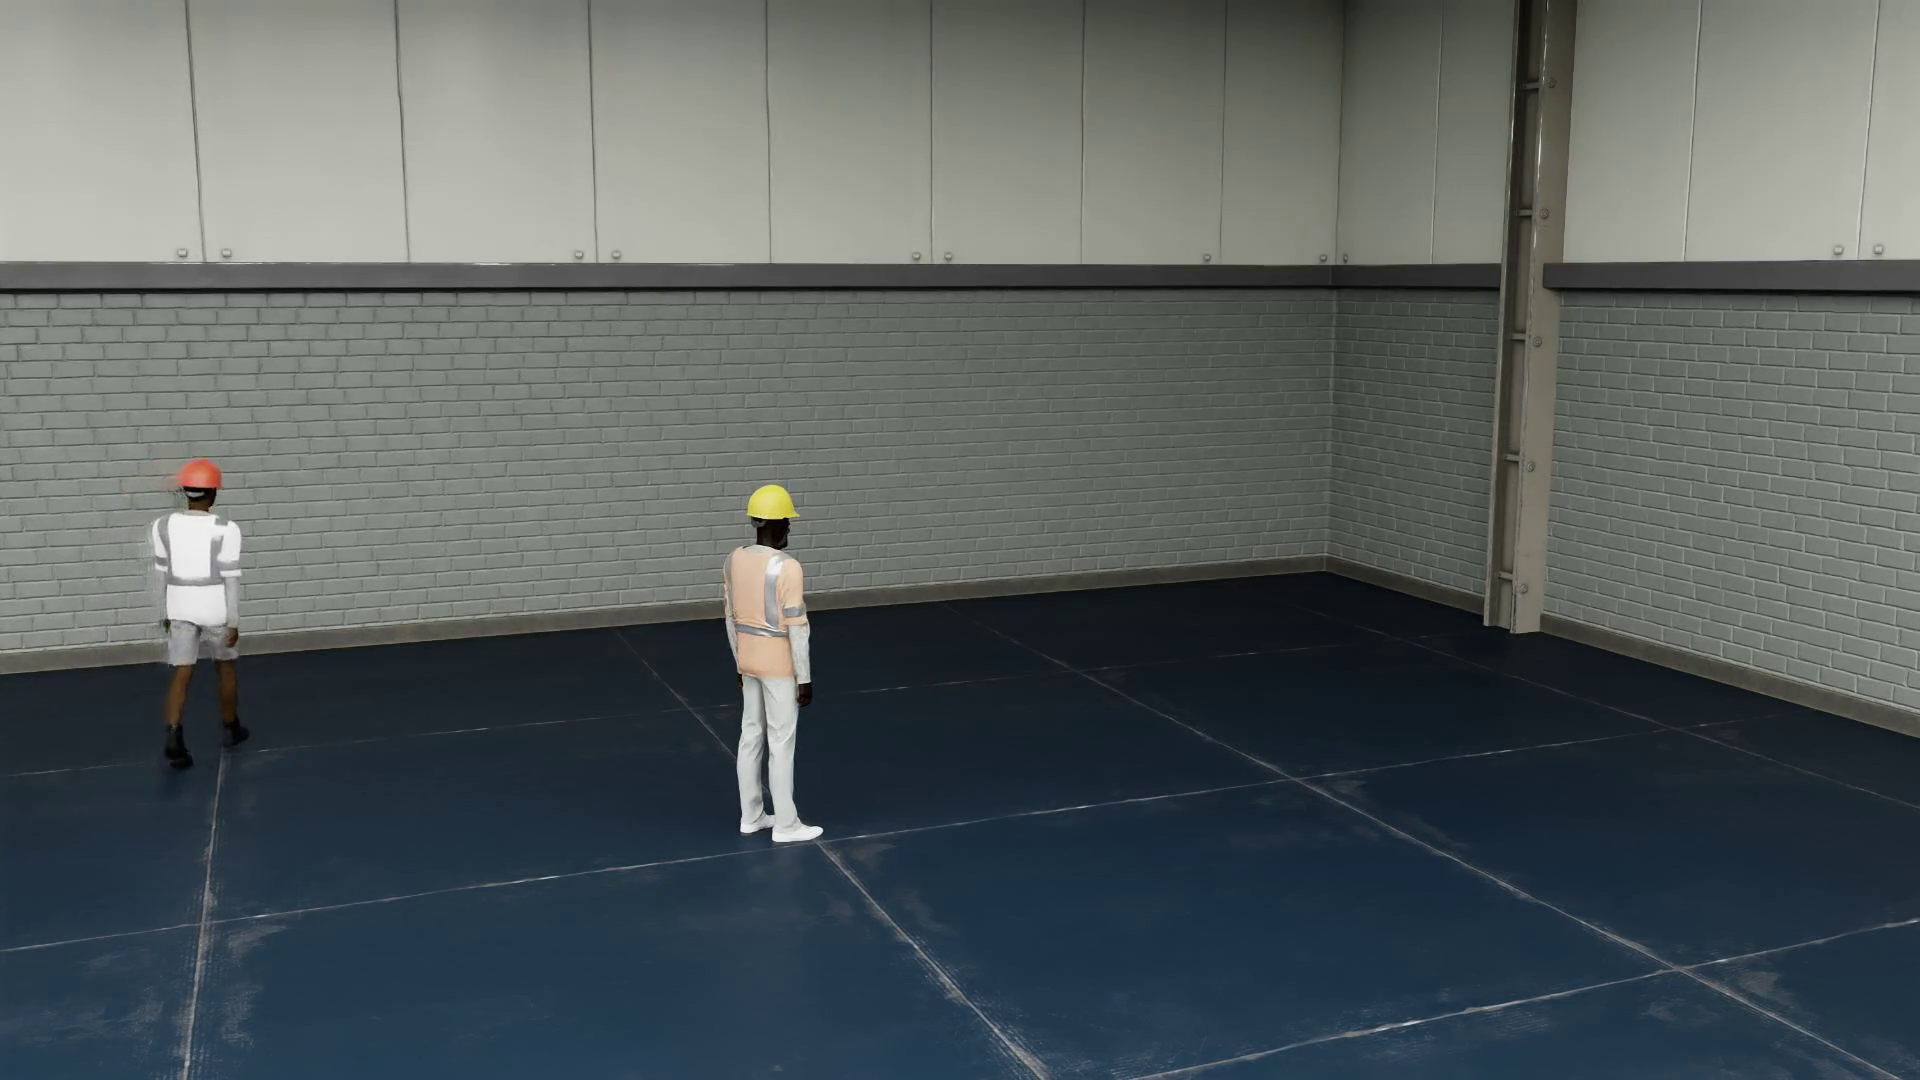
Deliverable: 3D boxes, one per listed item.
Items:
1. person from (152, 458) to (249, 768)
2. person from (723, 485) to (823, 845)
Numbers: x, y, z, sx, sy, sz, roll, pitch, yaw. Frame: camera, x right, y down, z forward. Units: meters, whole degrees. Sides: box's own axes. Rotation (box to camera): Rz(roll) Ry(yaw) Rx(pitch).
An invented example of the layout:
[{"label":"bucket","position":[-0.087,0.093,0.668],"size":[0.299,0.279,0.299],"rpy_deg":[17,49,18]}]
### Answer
[{"label":"person","position":[-4.756,0.446,10.376],"size":[0.560,1.907,0.909],"rpy_deg":[-1,9,-5]},{"label":"person","position":[-1.009,0.664,8.904],"size":[0.587,1.927,0.363],"rpy_deg":[8,12,40]}]
